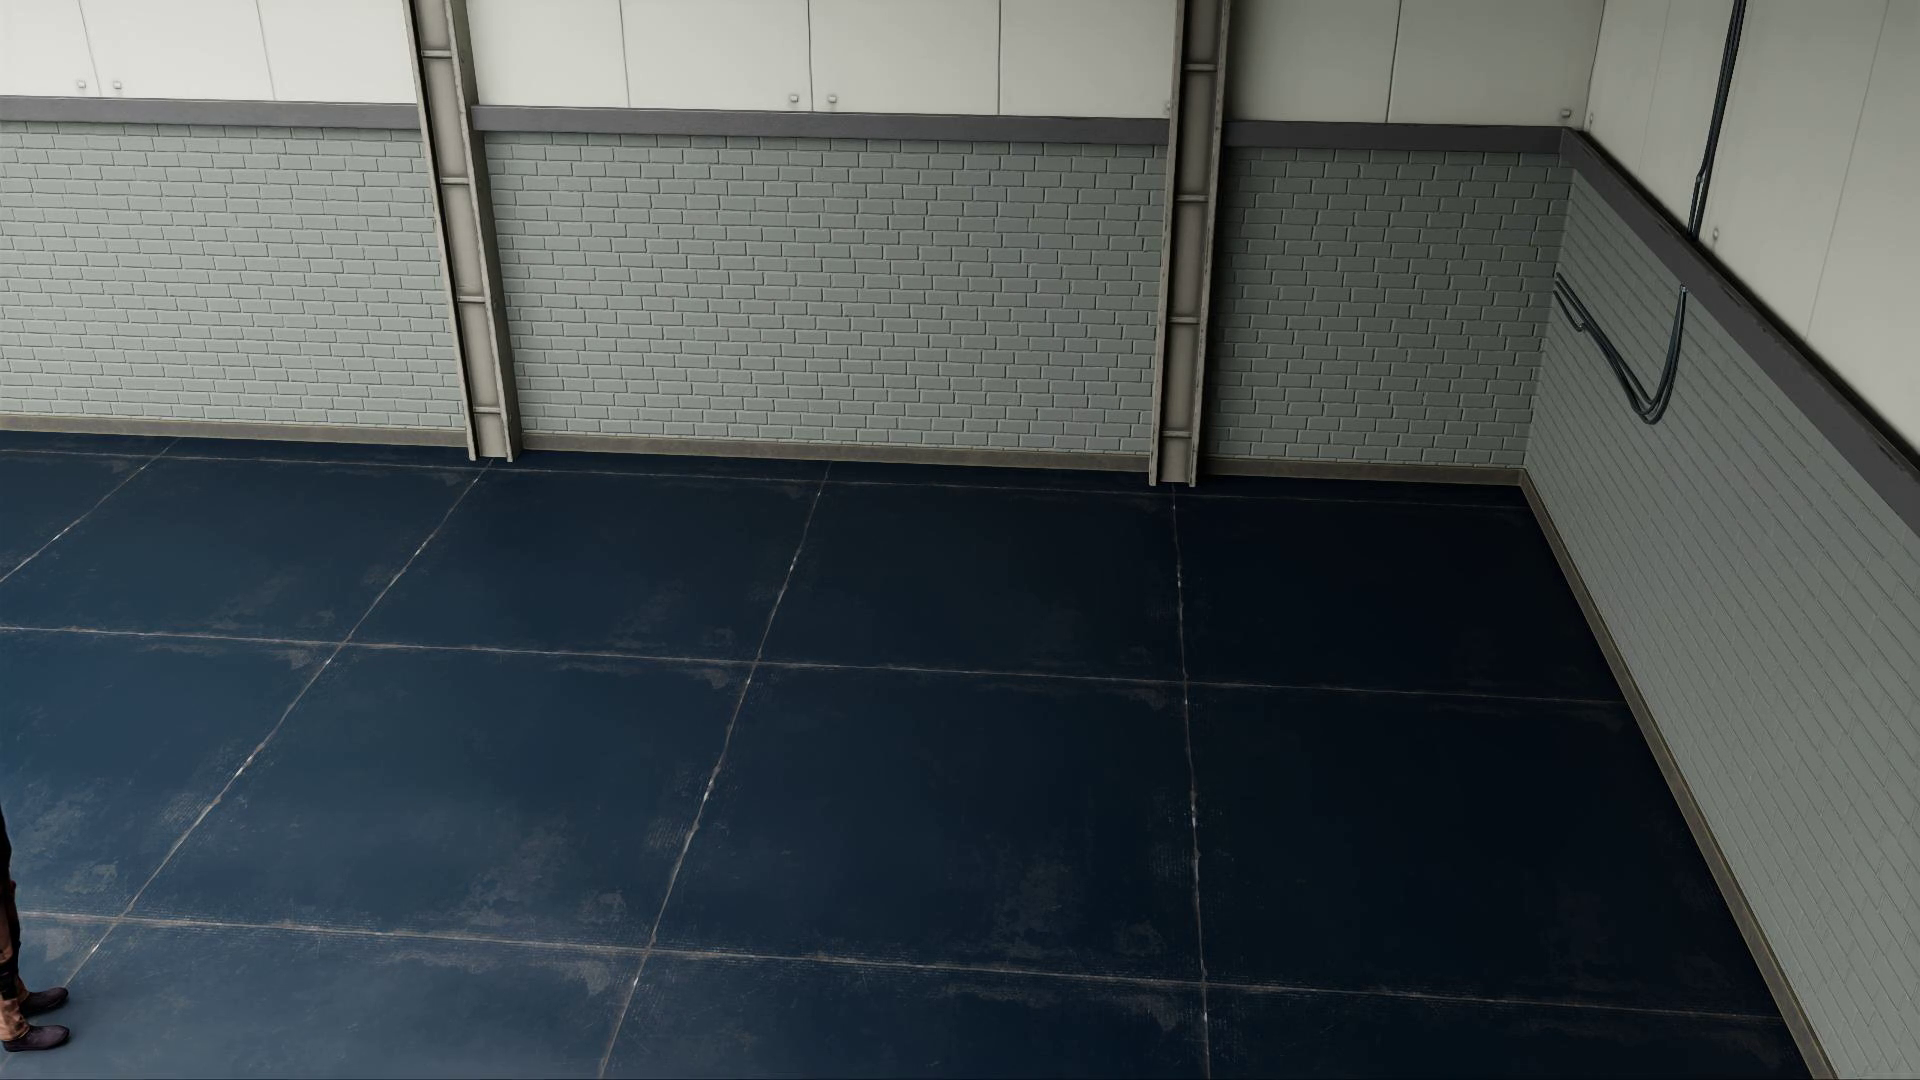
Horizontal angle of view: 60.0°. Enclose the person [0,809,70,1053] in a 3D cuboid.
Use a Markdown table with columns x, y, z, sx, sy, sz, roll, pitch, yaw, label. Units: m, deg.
| x | y | z | sx | sy | sz | roll | pitch | yaw | label |
| --- | --- | --- | --- | --- | --- | --- | --- | --- | --- |
| -4.786 | 1.637 | 8.077 | 0.787 | 1.925 | 0.789 | -12 | 29 | -21 | person |
